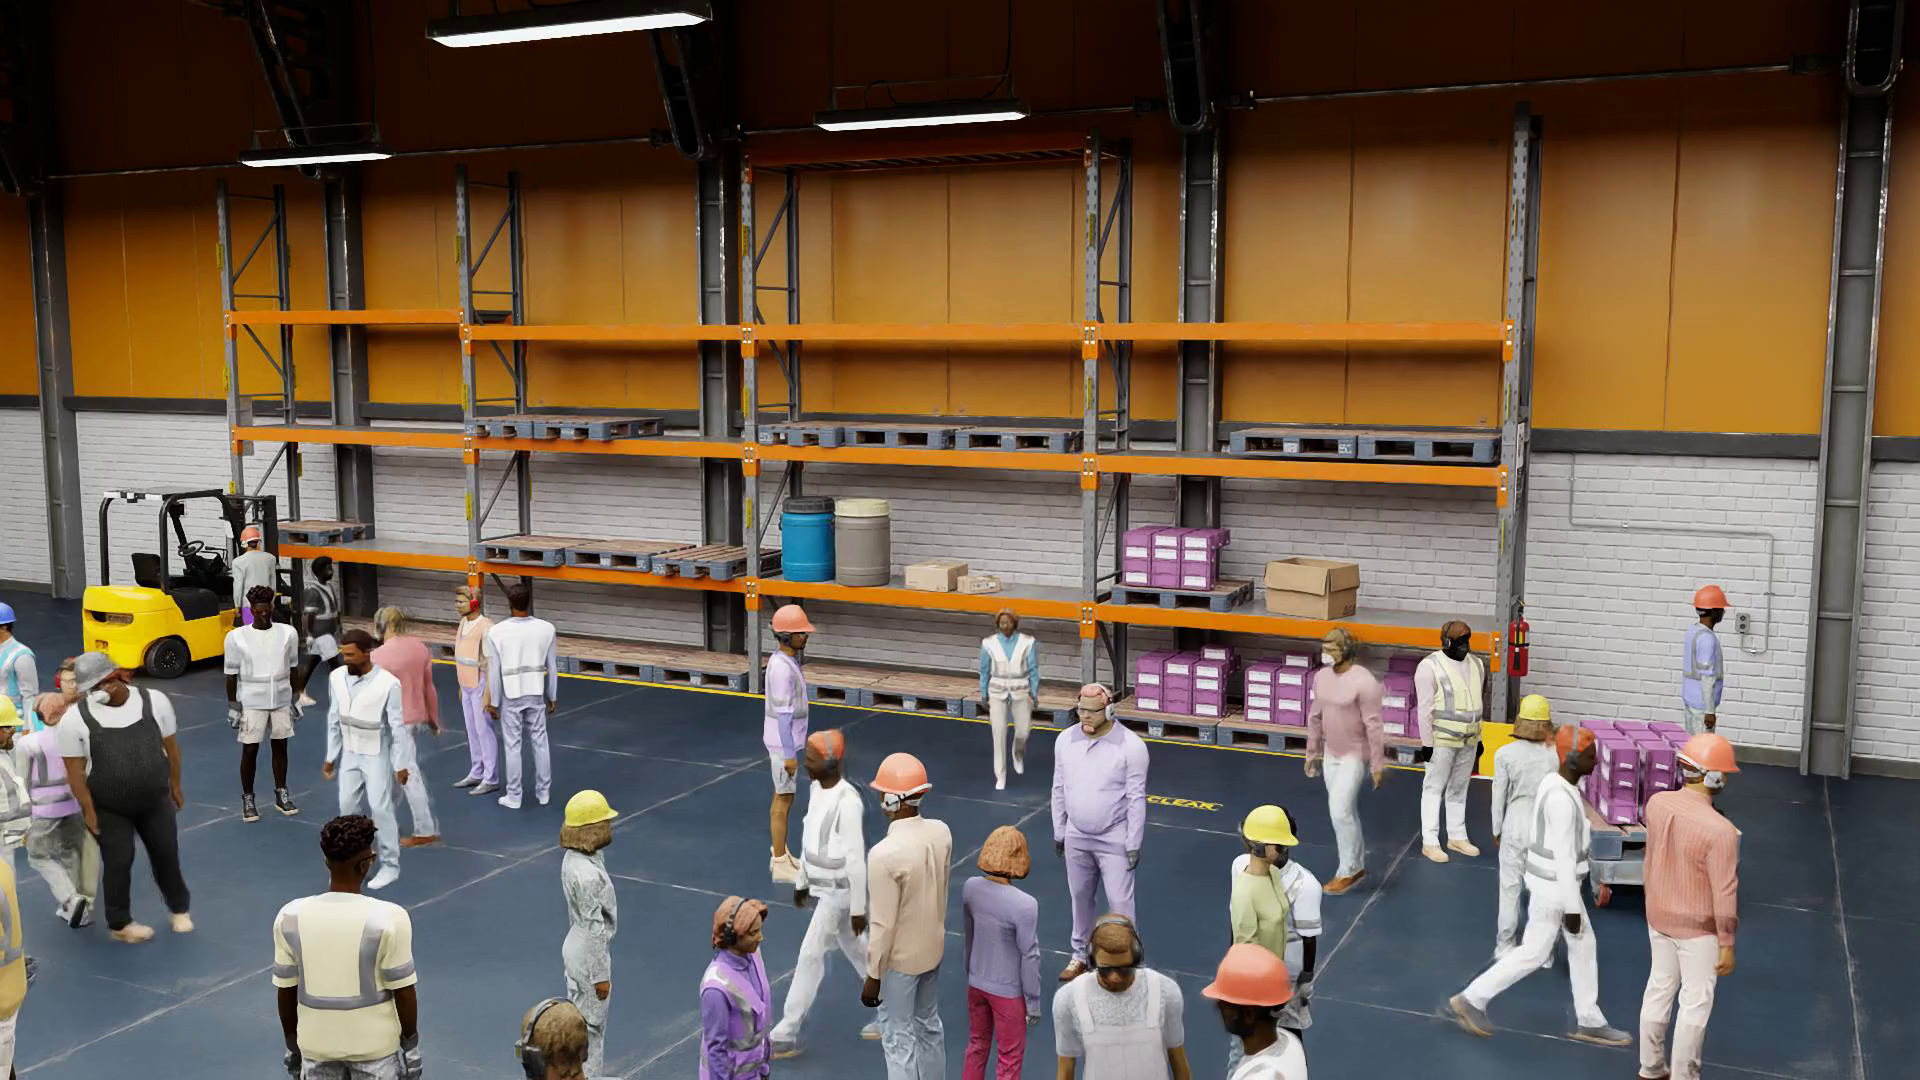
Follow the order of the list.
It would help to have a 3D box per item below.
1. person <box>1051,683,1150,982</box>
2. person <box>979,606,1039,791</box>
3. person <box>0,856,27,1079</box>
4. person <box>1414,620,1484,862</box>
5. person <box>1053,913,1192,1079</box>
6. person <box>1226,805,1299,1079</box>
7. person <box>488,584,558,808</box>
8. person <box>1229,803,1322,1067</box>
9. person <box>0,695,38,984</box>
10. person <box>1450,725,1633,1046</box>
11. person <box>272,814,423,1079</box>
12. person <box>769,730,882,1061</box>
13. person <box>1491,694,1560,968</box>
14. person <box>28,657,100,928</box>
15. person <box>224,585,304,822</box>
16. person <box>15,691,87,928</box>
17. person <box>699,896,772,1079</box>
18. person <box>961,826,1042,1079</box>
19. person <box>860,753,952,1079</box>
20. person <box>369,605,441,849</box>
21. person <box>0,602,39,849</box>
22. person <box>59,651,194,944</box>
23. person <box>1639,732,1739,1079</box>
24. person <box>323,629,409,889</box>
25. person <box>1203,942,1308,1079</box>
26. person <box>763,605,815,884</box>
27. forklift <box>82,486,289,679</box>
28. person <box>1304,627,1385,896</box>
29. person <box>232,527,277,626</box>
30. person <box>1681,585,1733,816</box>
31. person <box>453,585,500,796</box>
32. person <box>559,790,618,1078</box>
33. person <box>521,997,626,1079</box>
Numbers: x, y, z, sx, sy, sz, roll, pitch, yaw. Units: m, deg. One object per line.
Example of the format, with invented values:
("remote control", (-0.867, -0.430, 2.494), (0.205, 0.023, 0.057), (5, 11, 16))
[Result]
("person", (0.835, 1.811, 10.206), (0.636, 1.900, 0.398), (4, 8, 30))
("person", (0.434, 1.387, 14.796), (0.537, 1.625, 0.448), (0, 7, 1))
("person", (-4.452, 2.097, 7.560), (0.368, 1.960, 0.602), (-4, 8, -27))
("person", (3.780, 1.527, 12.755), (0.627, 1.844, 0.429), (-4, 8, -28))
("person", (0.640, 2.303, 6.463), (0.565, 1.808, 0.446), (1, 7, 5))
("person", (1.452, 2.140, 8.009), (0.322, 1.766, 0.525), (3, 8, 24))
("person", (-3.709, 1.327, 14.151), (0.593, 1.910, 0.386), (-5, 8, -34))
("person", (1.559, 2.140, 8.324), (0.321, 1.695, 0.533), (-6, 9, -41))
("person", (-5.919, 1.849, 10.219), (0.403, 1.817, 0.601), (-4, 8, -28))
("person", (3.288, 1.940, 9.385), (0.950, 1.846, 0.580), (2, 7, 19))
("person", (-2.613, 2.143, 7.150), (0.613, 1.963, 0.362), (1, 7, 4))
("person", (-0.710, 1.954, 9.303), (0.998, 1.836, 0.598), (-2, 7, -19))
("person", (3.630, 1.842, 10.582), (0.484, 1.738, 0.321), (2, 7, 17))
("person", (-6.084, 1.689, 11.475), (0.580, 1.824, 0.734), (-1, 7, -12))
("person", (-5.768, 1.337, 13.810), (0.614, 1.963, 0.362), (-6, 9, -41))
("person", (-6.042, 1.823, 11.192), (0.548, 1.620, 0.513), (5, 8, 35))
("person", (-0.962, 2.314, 7.130), (0.313, 1.631, 0.525), (1, 7, 12))
("person", (0.199, 2.198, 8.117), (0.289, 1.626, 0.498), (-6, 9, -43))
("person", (-0.270, 2.016, 8.089), (0.380, 1.995, 0.611), (4, 8, 31))
("person", (-4.486, 1.462, 13.082), (0.962, 1.880, 0.740), (3, 7, 20))
("person", (-7.464, 1.440, 13.043), (0.615, 1.945, 0.404), (4, 8, 32))
("person", (-5.469, 1.650, 10.926), (0.721, 2.000, 0.548), (-6, 9, -41))
("person", (3.770, 1.964, 8.574), (0.413, 1.984, 0.624), (-2, 7, -16))
("person", (-4.303, 1.574, 12.110), (0.645, 1.908, 0.433), (3, 8, 25))
("person", (1.002, 2.331, 5.725), (0.370, 1.933, 0.551), (3, 7, 20))
("person", (-1.252, 1.488, 12.249), (0.387, 2.045, 0.605), (-1, 7, -5))
("forklift", (-9.426, 0.454, 20.179), (1.214, 2.155, 2.313), (3, 8, 26))
("person", (2.729, 1.583, 11.936), (0.653, 1.924, 0.677), (-3, 8, -27))
("person", (-8.409, 0.716, 19.809), (0.336, 1.752, 0.564), (5, 8, 34))
("person", (6.230, 1.340, 13.900), (0.356, 1.938, 0.552), (1, 7, 11))
("person", (-4.226, 1.302, 14.590), (0.373, 1.843, 0.572), (-6, 9, -39))
("person", (-1.842, 2.109, 8.342), (0.287, 1.746, 0.487), (-3, 7, -23))
("person", (-1.240, 2.393, 5.265), (0.371, 1.930, 0.636), (4, 8, 31))
